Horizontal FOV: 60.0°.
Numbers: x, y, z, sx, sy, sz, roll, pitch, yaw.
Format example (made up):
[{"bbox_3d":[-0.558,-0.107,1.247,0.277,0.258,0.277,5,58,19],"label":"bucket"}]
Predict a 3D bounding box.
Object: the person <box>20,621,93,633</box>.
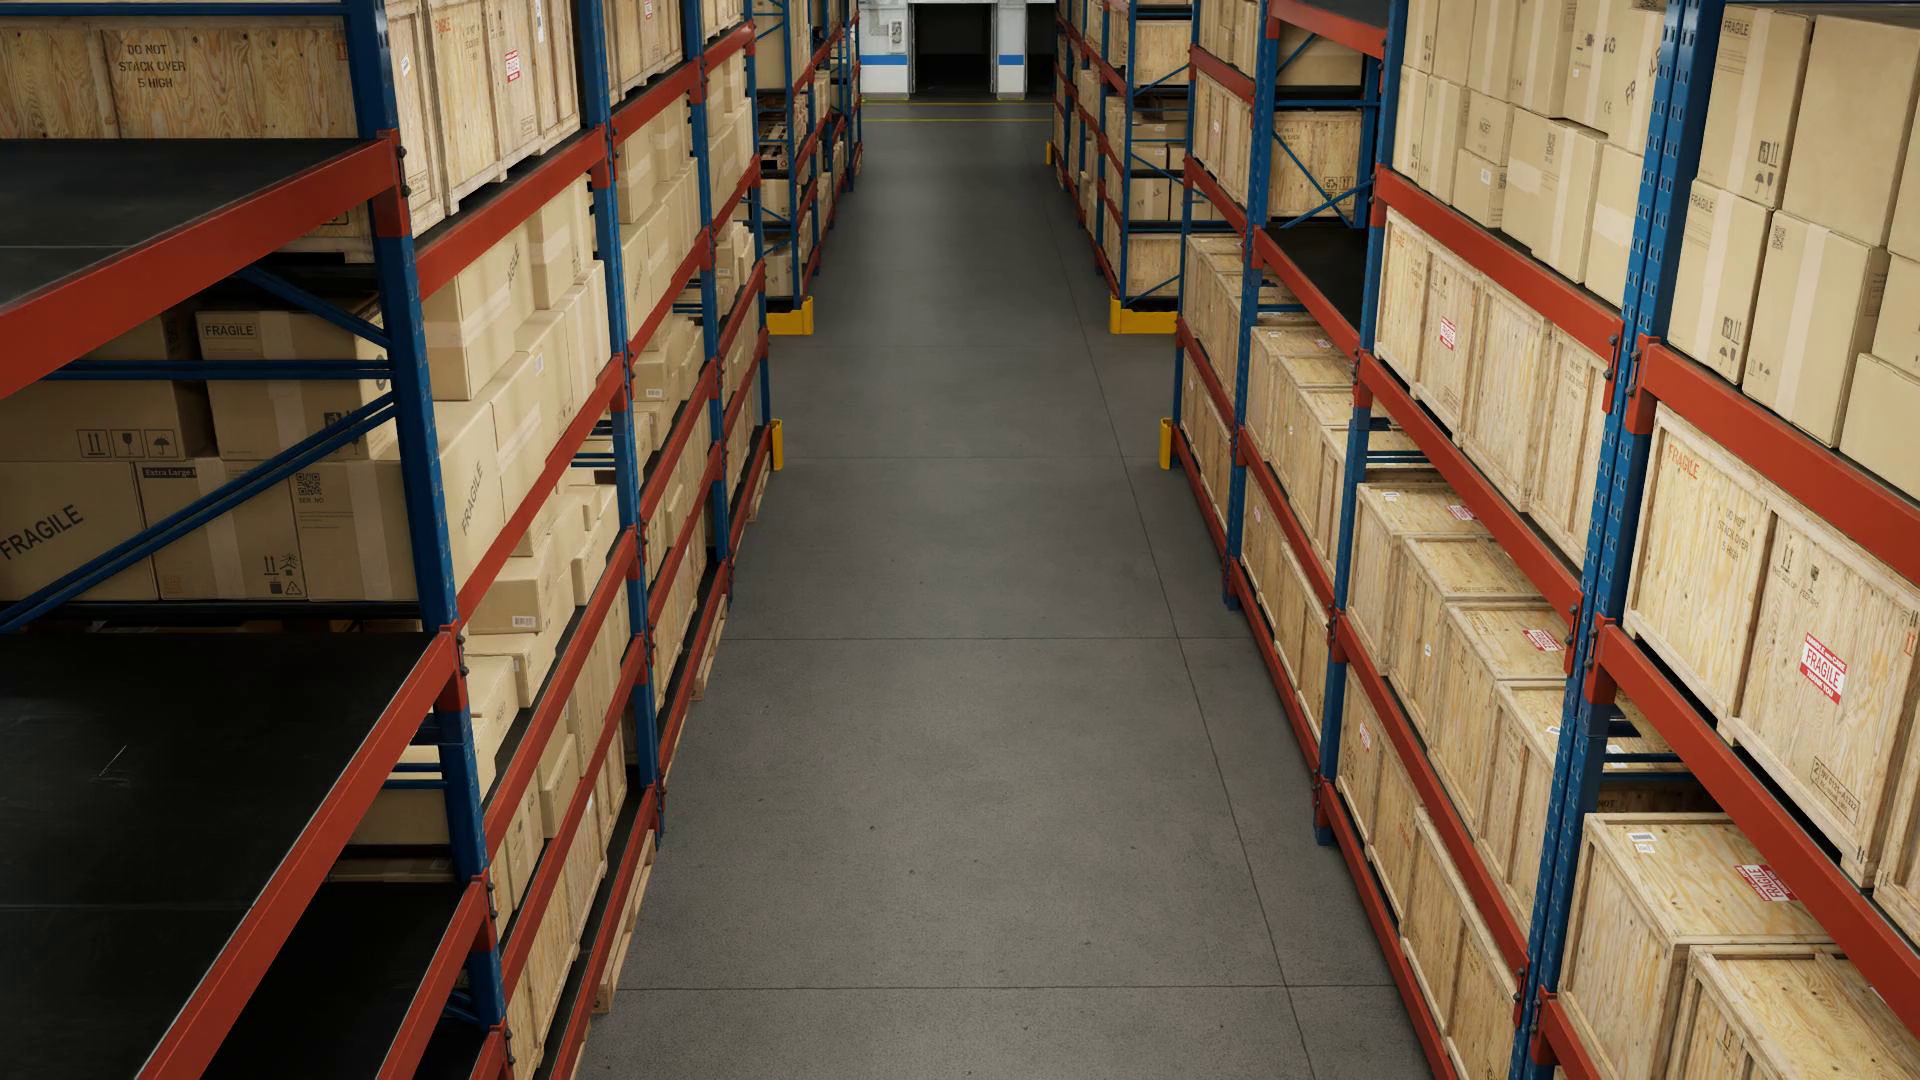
[{"bbox_3d":[-7.192,0.493,13.204,0.616,1.773,0.769,-12,25,-28],"label":"person"}]
